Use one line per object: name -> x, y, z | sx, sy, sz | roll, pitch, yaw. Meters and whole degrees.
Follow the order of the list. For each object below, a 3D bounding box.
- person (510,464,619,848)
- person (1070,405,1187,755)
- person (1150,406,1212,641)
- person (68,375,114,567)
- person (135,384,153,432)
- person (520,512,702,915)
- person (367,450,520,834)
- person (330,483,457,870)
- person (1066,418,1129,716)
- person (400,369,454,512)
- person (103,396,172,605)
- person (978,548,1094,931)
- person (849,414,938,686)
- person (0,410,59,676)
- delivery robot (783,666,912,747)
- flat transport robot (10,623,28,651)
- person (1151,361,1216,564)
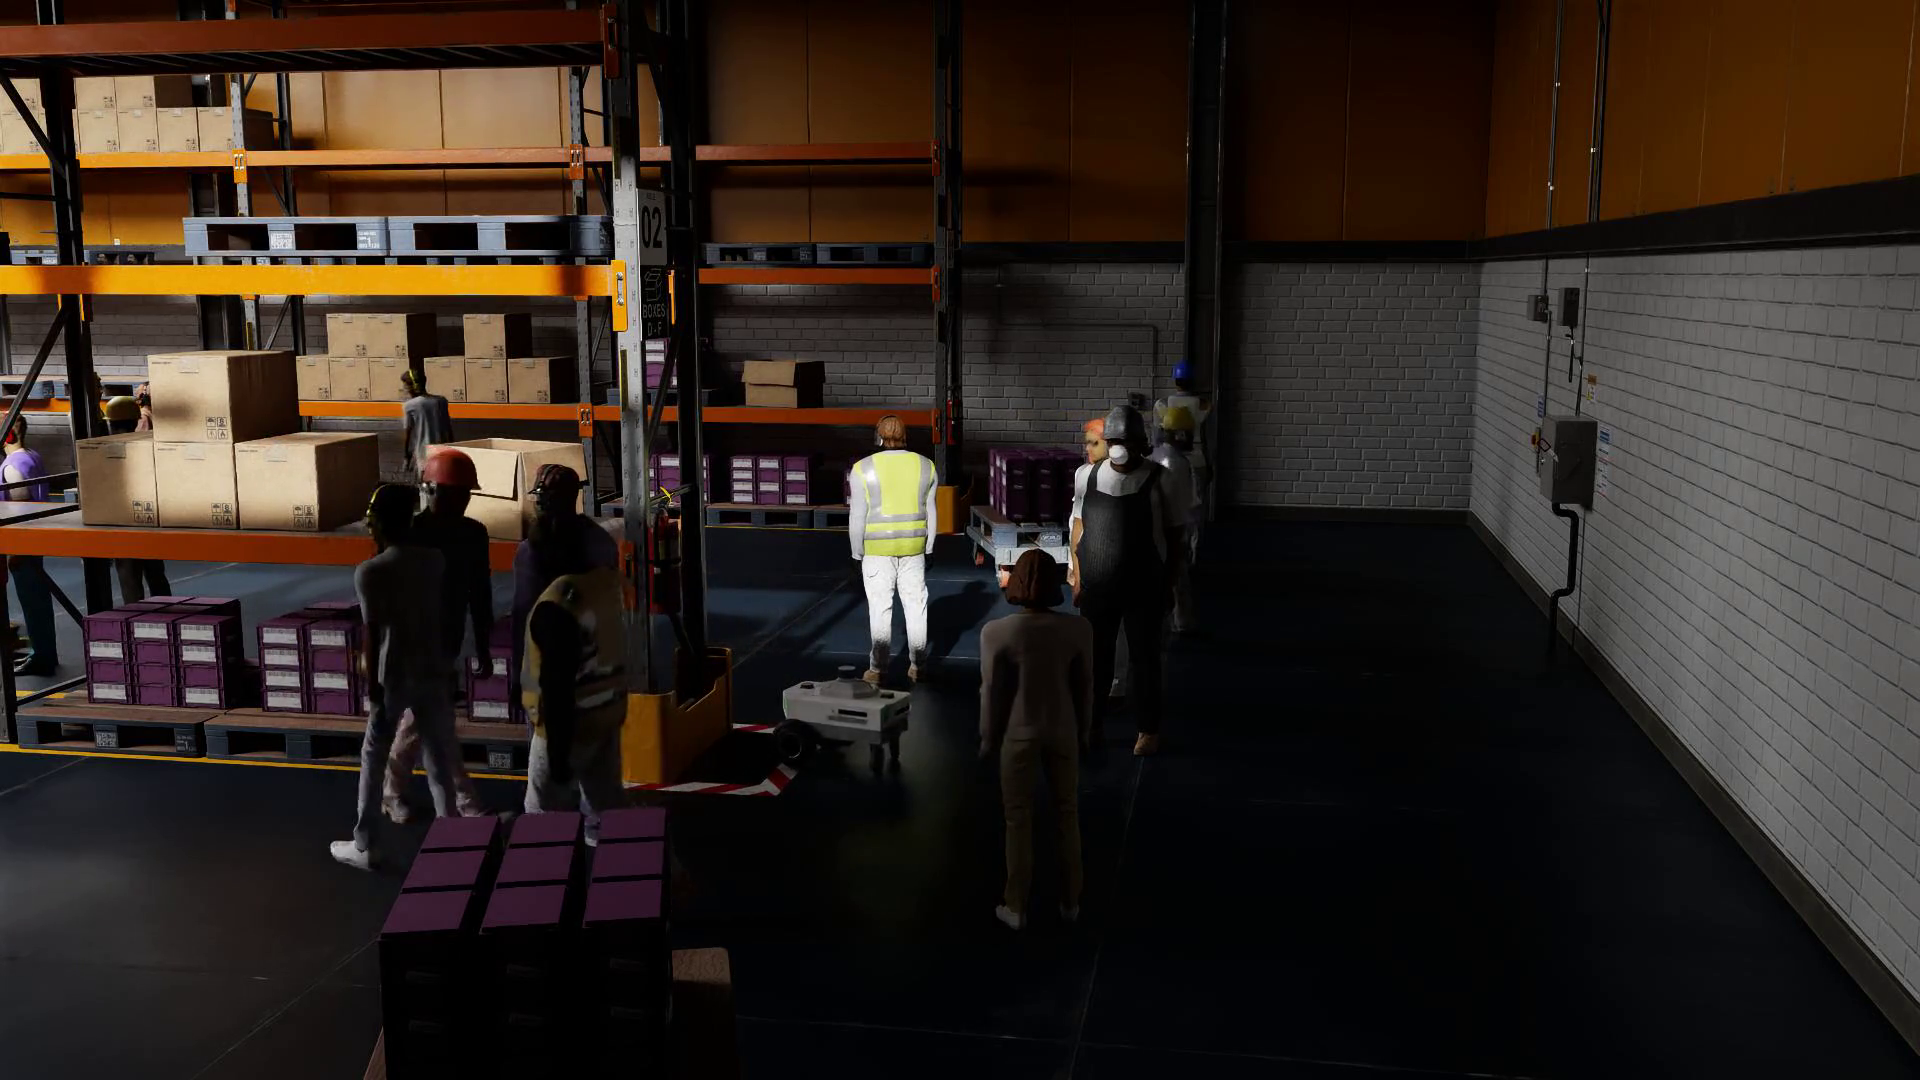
person -> -1.896, 0.587, 7.903 | 0.402, 1.901, 0.647 | 5, 10, 27
person -> 0.934, 0.231, 9.653 | 0.686, 2.000, 0.538 | 4, 10, 24
person -> 1.516, -0.101, 12.433 | 0.760, 1.814, 0.603 | -1, 9, -8
person -> -8.259, -0.670, 15.846 | 0.350, 1.846, 0.506 | -1, 9, -3
person -> -8.425, -0.807, 17.331 | 0.306, 1.640, 0.521 | -3, 10, -21
person -> -1.559, 0.772, 7.022 | 0.863, 1.809, 0.649 | 2, 9, 13
person -> -2.613, 0.518, 8.259 | 0.989, 1.928, 0.636 | 5, 10, 29
person -> -2.615, 0.648, 7.690 | 0.853, 1.834, 0.518 | 7, 12, 39
person -> 0.887, 0.165, 10.554 | 0.355, 1.882, 0.576 | -7, 12, -37
person -> -5.418, -0.844, 17.017 | 0.566, 1.827, 0.372 | -7, 12, -39
person -> -5.854, -0.057, 11.788 | 0.366, 1.927, 0.585 | 4, 10, 22
person -> 0.324, 0.848, 7.080 | 0.498, 1.634, 0.284 | -2, 9, -10
person -> -0.460, 0.071, 11.262 | 0.624, 1.844, 0.430 | -3, 10, -19
person -> -6.500, 0.016, 11.584 | 0.374, 1.843, 0.573 | -3, 10, -19
delivery robot -> -0.638, 0.959, 9.440 | 0.707, 0.478, 0.477 | 4, 10, 24
flat transport robot -> -7.619, 0.717, 12.112 | 1.431, 0.197, 0.652 | 3, 10, 18
person -> 2.142, -0.739, 15.962 | 0.618, 1.943, 0.397 | 1, 9, 8
